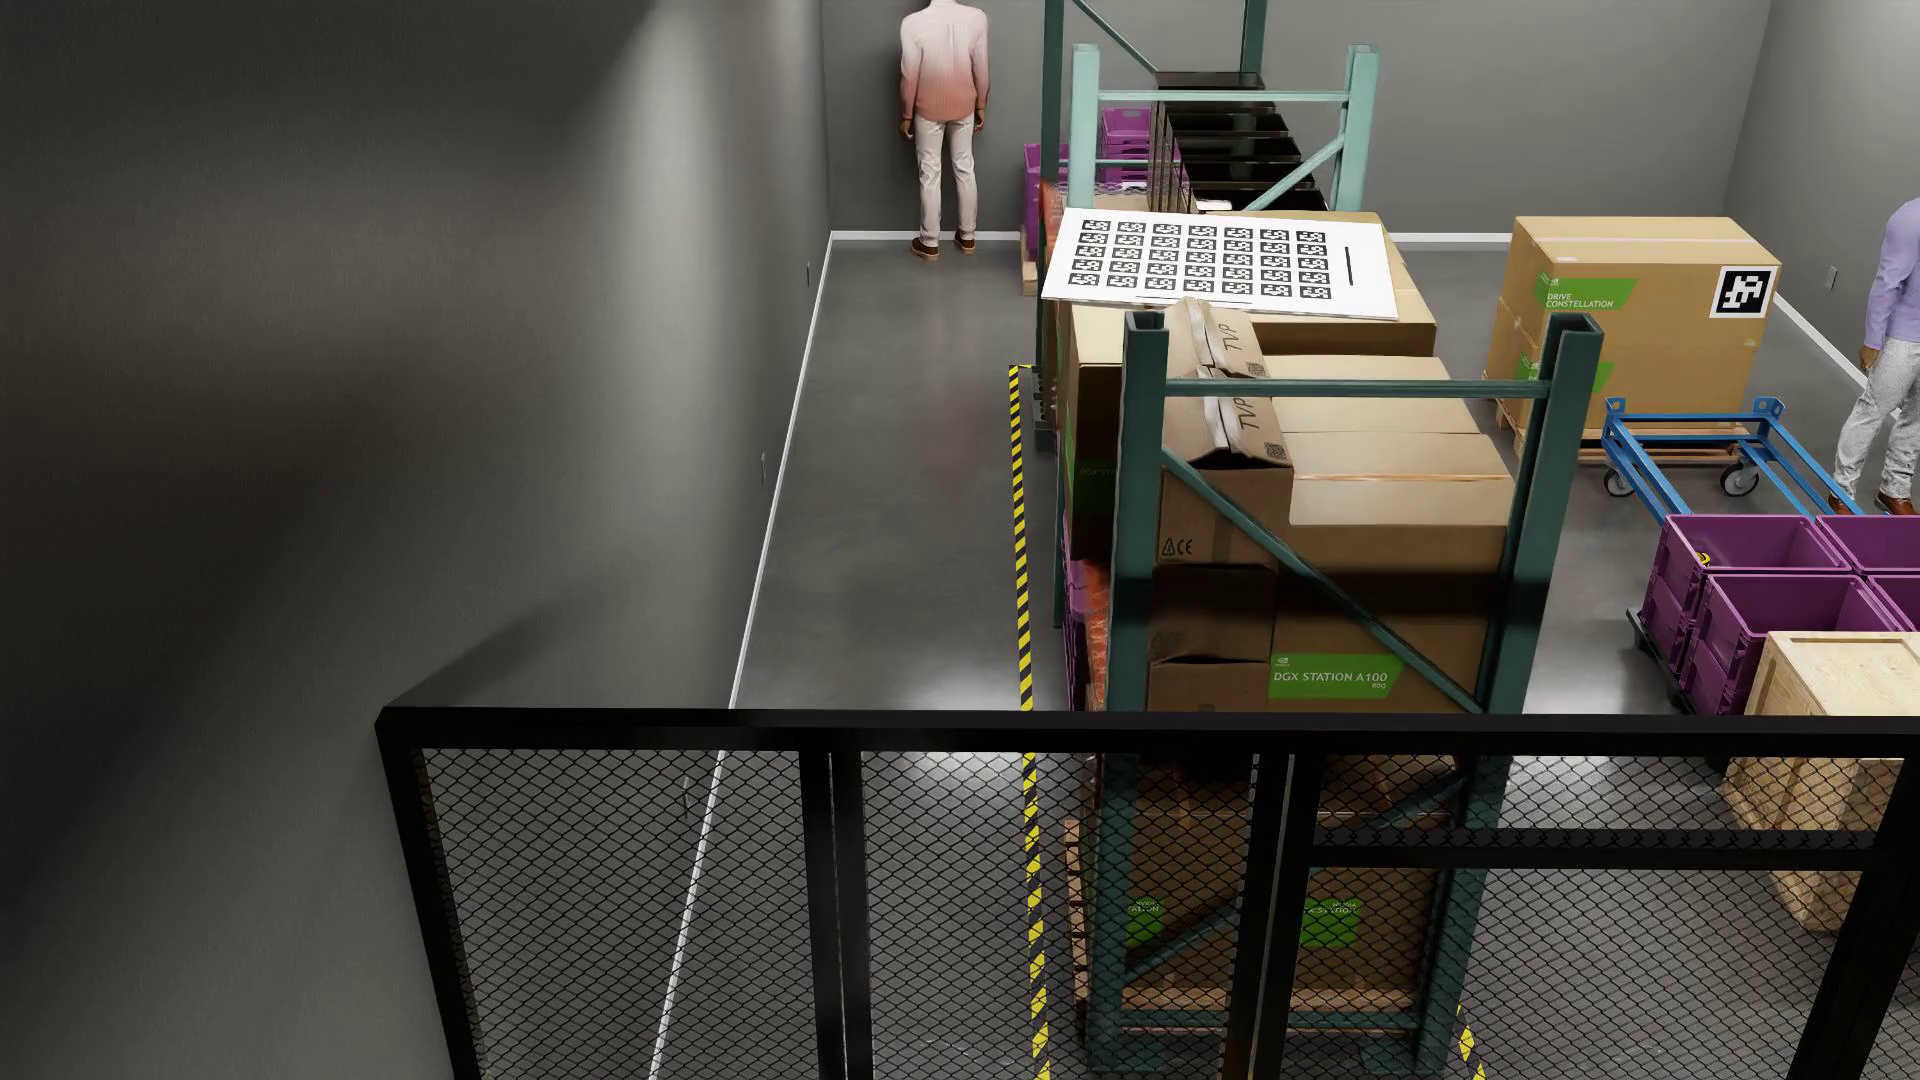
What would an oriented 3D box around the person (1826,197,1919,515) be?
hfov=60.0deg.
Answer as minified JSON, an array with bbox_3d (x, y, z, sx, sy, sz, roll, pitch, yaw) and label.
[{"bbox_3d":[4.528,-0.945,7.785,0.630,1.940,0.372,-1,31,-2],"label":"person"}]

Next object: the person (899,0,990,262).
[{"bbox_3d":[-0.112,-2.819,10.843,0.625,1.992,0.386,-13,33,-20],"label":"person"}]
